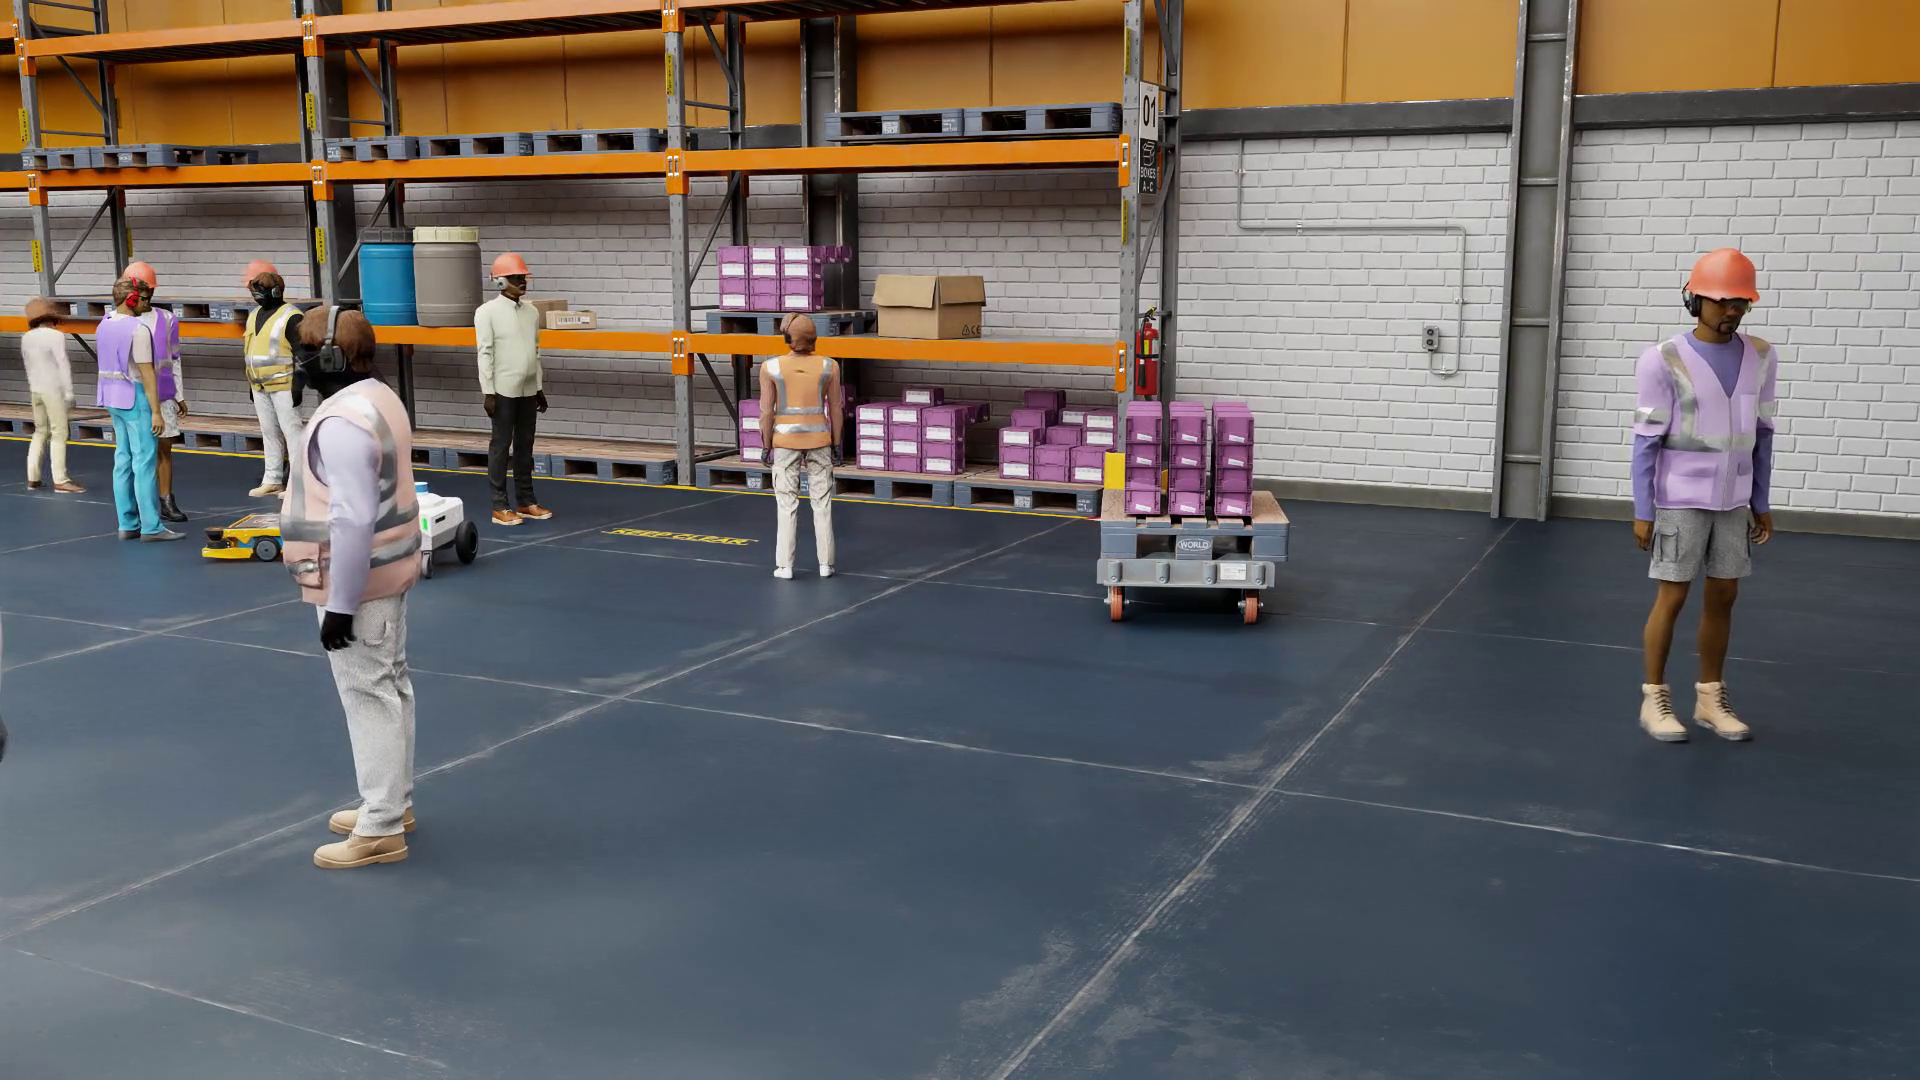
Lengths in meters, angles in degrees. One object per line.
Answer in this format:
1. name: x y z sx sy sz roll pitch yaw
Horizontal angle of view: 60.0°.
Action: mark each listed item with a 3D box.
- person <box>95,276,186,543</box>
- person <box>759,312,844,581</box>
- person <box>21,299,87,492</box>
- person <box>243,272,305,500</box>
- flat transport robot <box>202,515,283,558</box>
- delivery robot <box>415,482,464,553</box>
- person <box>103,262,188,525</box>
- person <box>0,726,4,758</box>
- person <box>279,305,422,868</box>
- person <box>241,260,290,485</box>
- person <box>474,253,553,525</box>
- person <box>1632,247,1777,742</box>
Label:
1. person: -5.723 -0.892 11.501 0.563 1.838 0.390 6 12 32
2. person: -0.969 -0.567 10.186 0.522 1.645 0.306 -2 10 -14
3. person: -7.626 -1.196 13.885 0.596 1.619 0.336 6 11 29
4. person: -5.571 -1.249 13.532 0.621 1.845 0.429 5 11 28
5. flat transport robot: -4.227 -0.045 11.133 1.431 0.197 0.652 -1 10 -8
6. delivery robot: -3.399 -0.121 10.487 0.477 0.478 0.707 0 10 2
7. person: -5.962 -1.067 12.224 0.369 1.933 0.551 9 13 42
8. person: -2.588 0.410 3.872 0.636 1.902 0.404 -6 11 -30
9. person: -2.007 0.153 5.504 0.430 1.845 0.619 -1 10 -8
10. person: -5.930 -1.433 14.313 0.373 1.934 0.551 -8 13 -40
11. person: -3.310 -1.117 12.332 0.373 1.997 0.618 5 11 28
12. person: 3.059 -0.170 6.826 0.614 2.032 0.401 -2 10 -11
